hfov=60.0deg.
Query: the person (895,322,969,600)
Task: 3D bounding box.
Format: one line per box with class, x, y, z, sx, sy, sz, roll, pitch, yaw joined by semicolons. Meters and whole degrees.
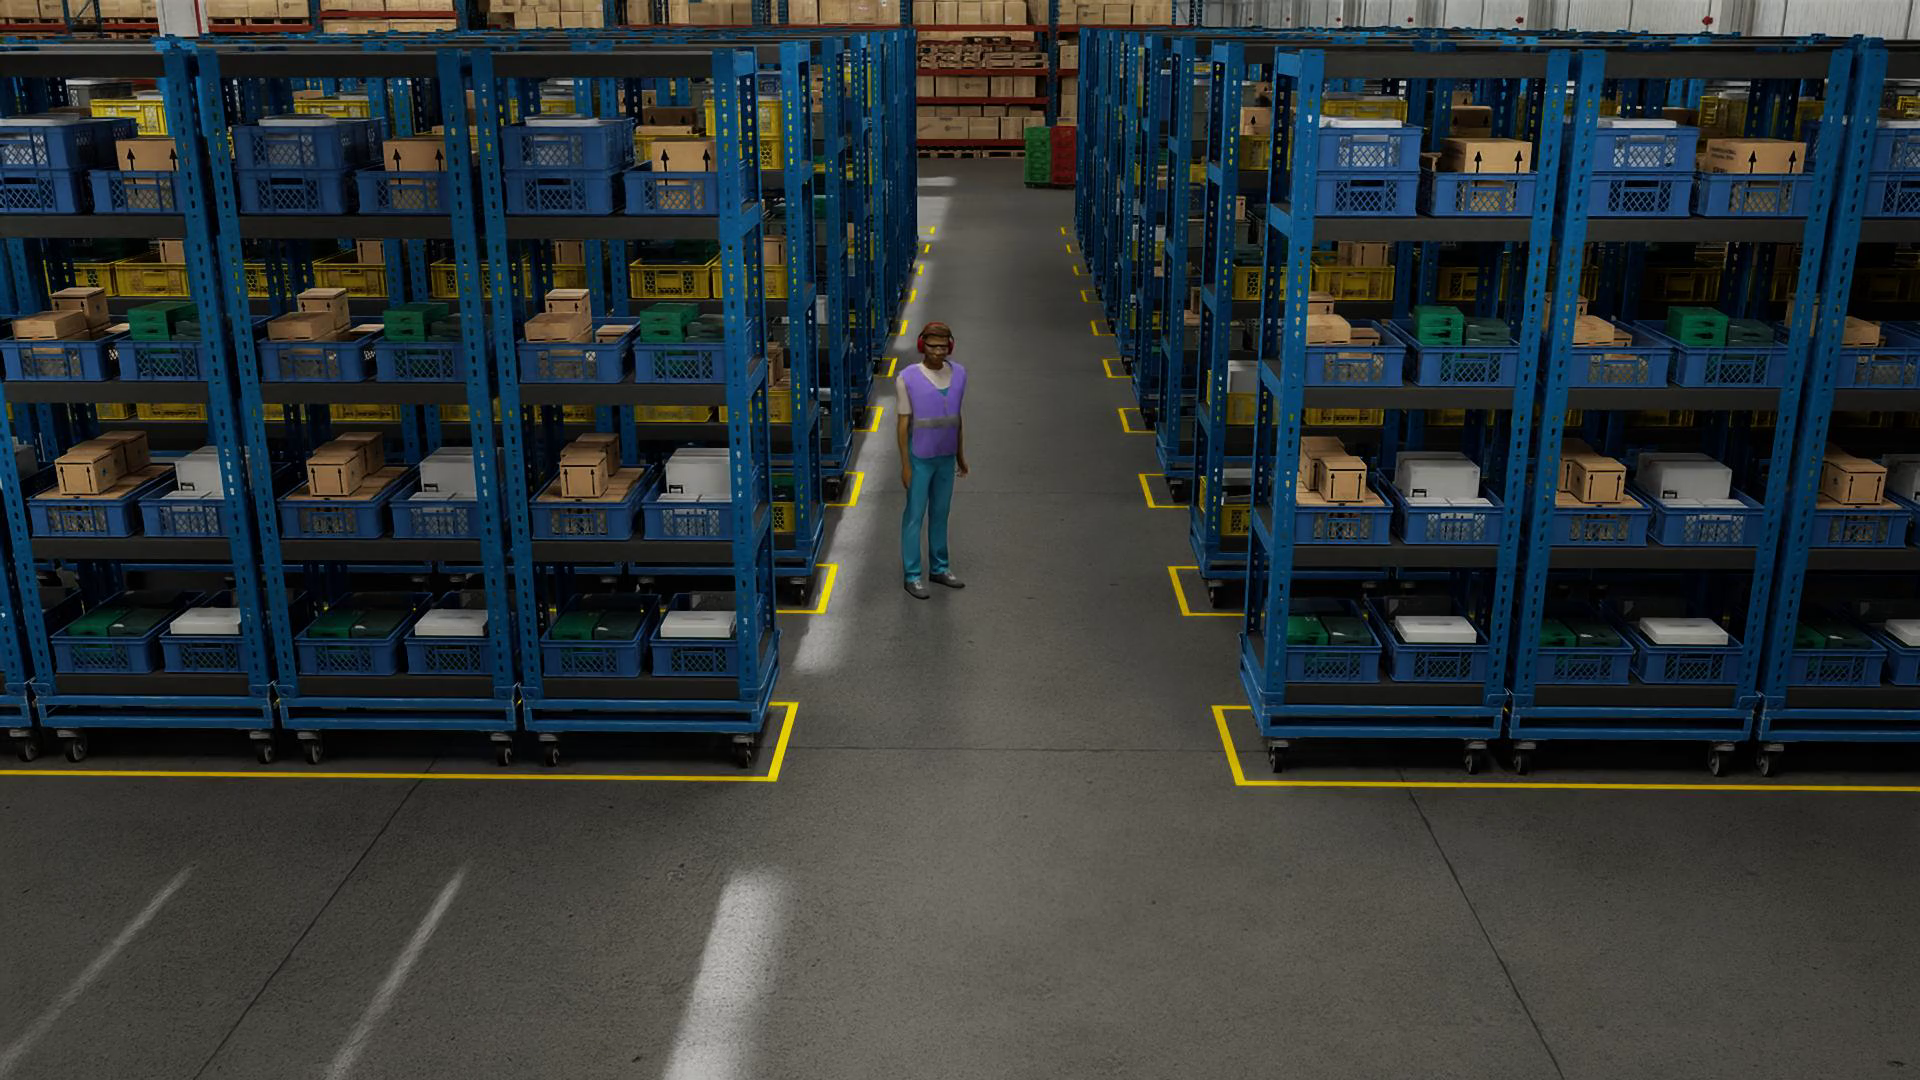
person;-0.193;-0.546;11.087;0.563;1.839;0.394;-15;23;-39
